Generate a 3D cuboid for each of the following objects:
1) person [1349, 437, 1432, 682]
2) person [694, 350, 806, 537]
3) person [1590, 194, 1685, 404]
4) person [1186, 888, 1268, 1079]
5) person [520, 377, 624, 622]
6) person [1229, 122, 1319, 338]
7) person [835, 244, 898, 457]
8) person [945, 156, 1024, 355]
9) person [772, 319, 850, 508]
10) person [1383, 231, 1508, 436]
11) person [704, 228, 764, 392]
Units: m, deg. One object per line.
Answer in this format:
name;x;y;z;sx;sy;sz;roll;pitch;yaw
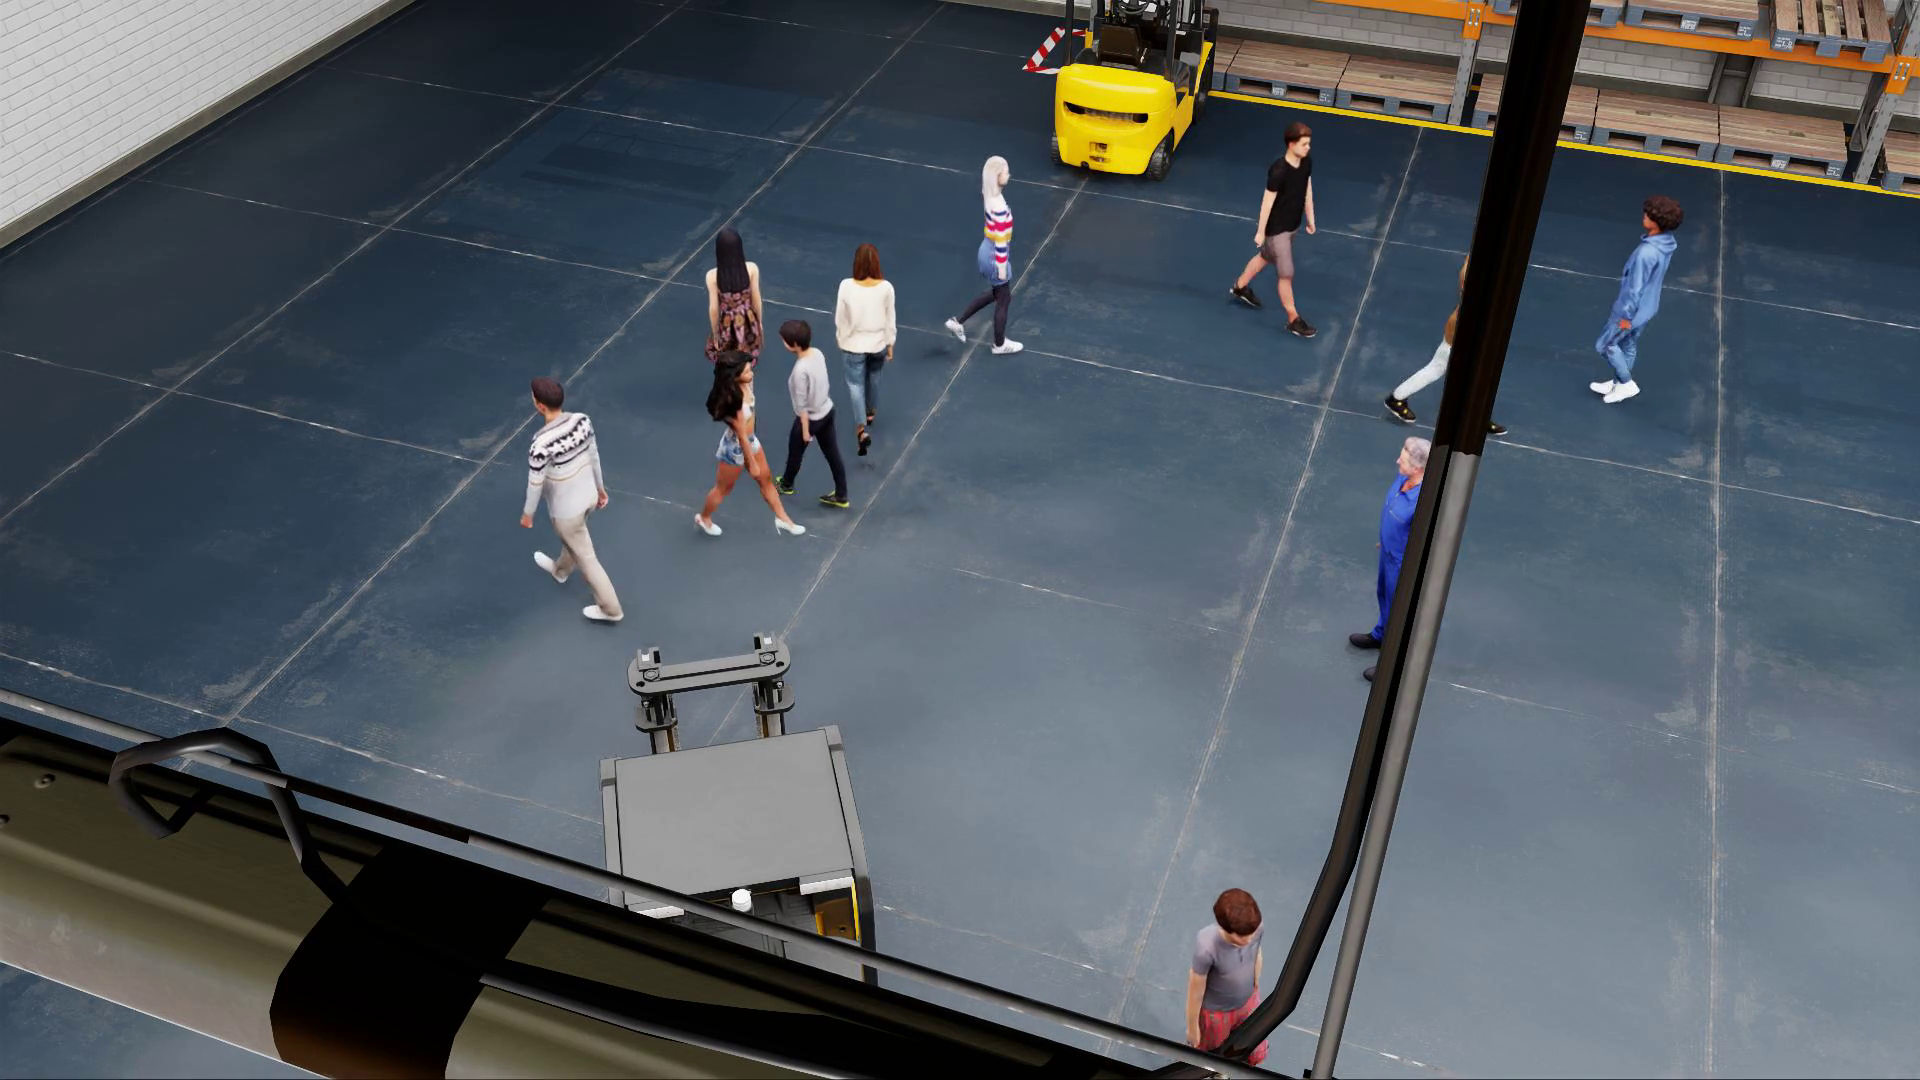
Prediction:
person;2.828;0.104;10.579;0.718;1.826;0.789;-2;39;-2
person;-1.623;-0.614;11.674;1.095;1.581;0.780;2;39;2
person;5.364;-1.825;13.016;0.776;1.798;0.777;27;46;30
person;1.230;2.194;8.112;0.779;1.639;0.838;-20;43;-23
person;-2.494;-0.214;10.976;1.150;1.827;0.810;18;42;21
person;2.653;-2.692;14.085;1.314;1.818;1.006;30;47;32
person;-0.713;-1.427;12.637;1.065;1.650;0.964;-4;39;-5
person;0.207;-2.303;13.615;1.014;1.799;0.896;-6;39;-8
person;-0.984;-0.872;12.051;0.935;1.513;0.610;14;41;17
person;3.769;-1.606;12.759;1.210;1.777;0.693;16;41;19
person;-1.678;-1.539;12.687;0.890;1.762;0.933;-12;40;-15
